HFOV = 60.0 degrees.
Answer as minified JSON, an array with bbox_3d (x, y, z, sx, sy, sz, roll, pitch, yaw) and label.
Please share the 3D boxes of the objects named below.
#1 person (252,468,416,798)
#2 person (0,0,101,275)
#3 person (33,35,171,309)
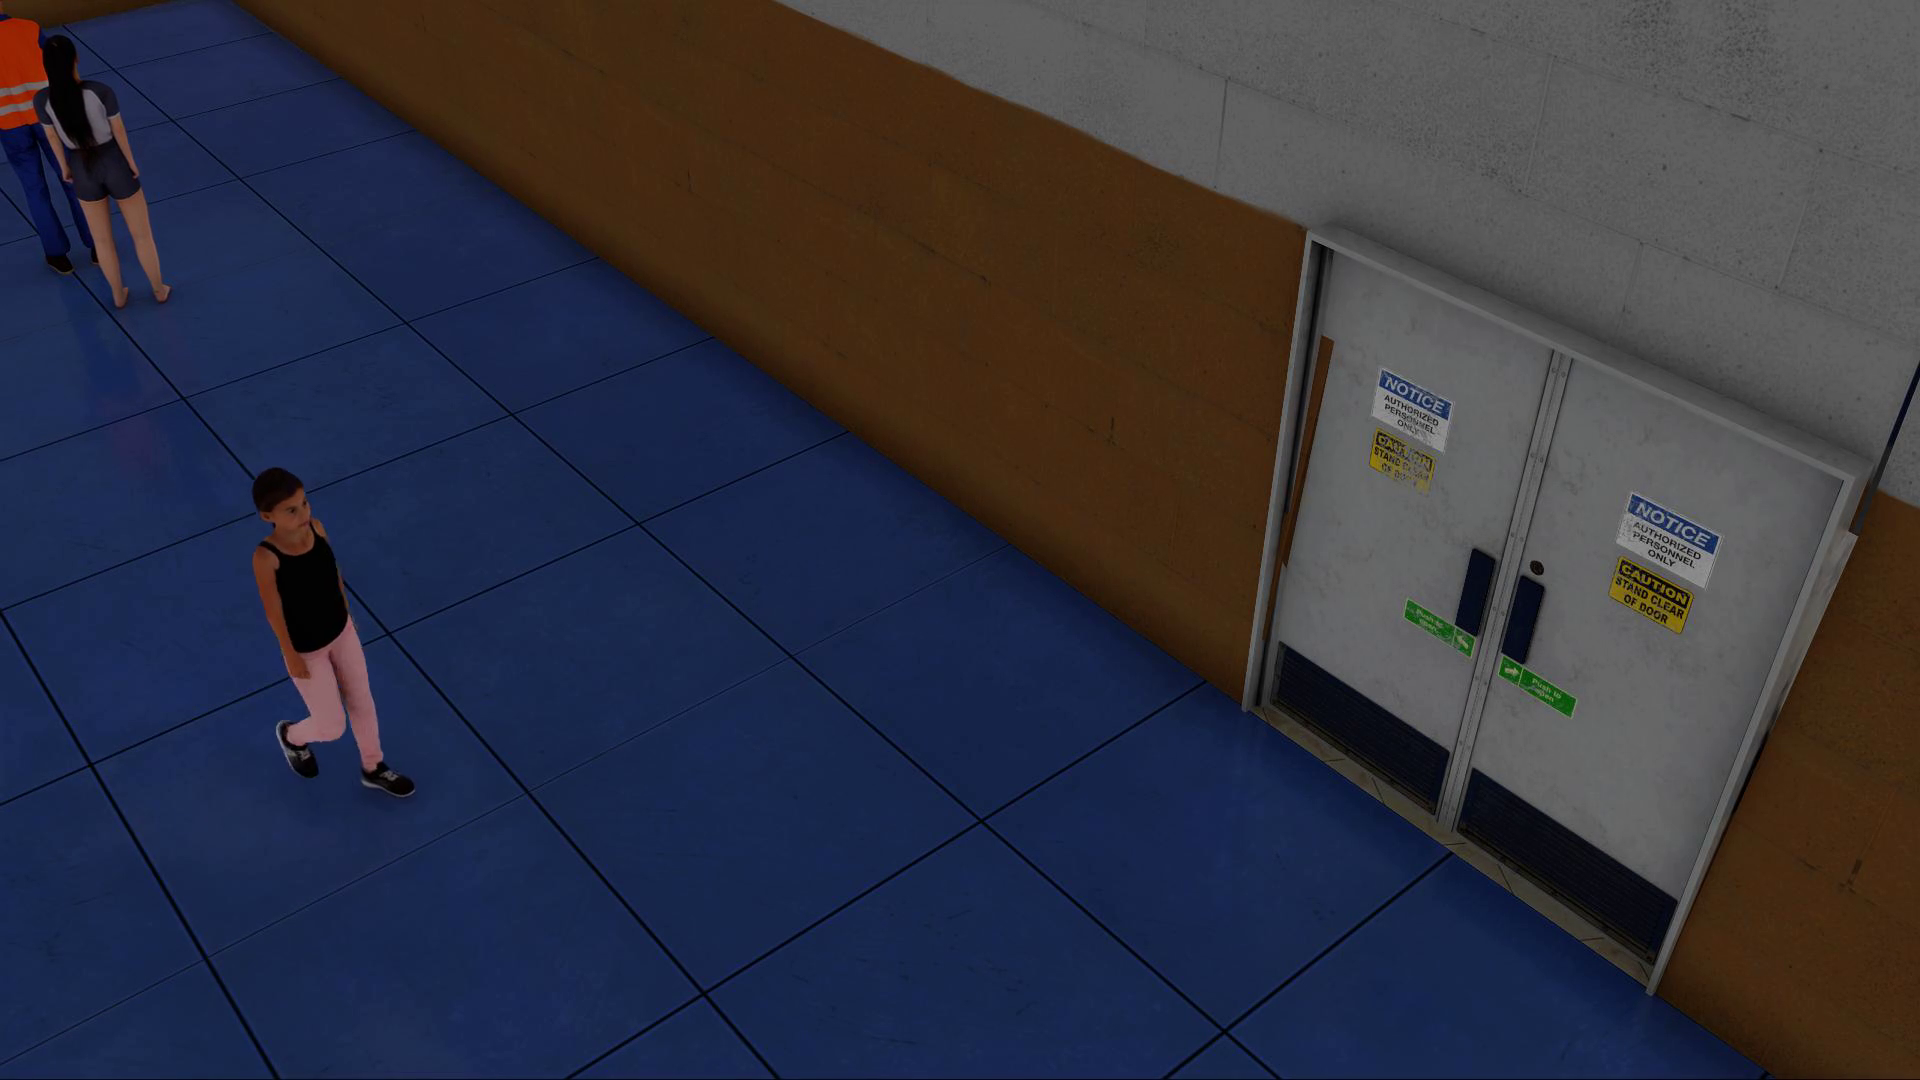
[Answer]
[{"bbox_3d":[-2.545,0.380,6.470,0.762,1.557,0.822,17,40,22],"label":"person"},{"bbox_3d":[-5.637,-2.525,10.085,0.585,1.863,0.790,-21,41,-25],"label":"person"},{"bbox_3d":[-5.028,-2.142,9.754,0.597,1.648,0.721,-8,38,-11],"label":"person"}]
